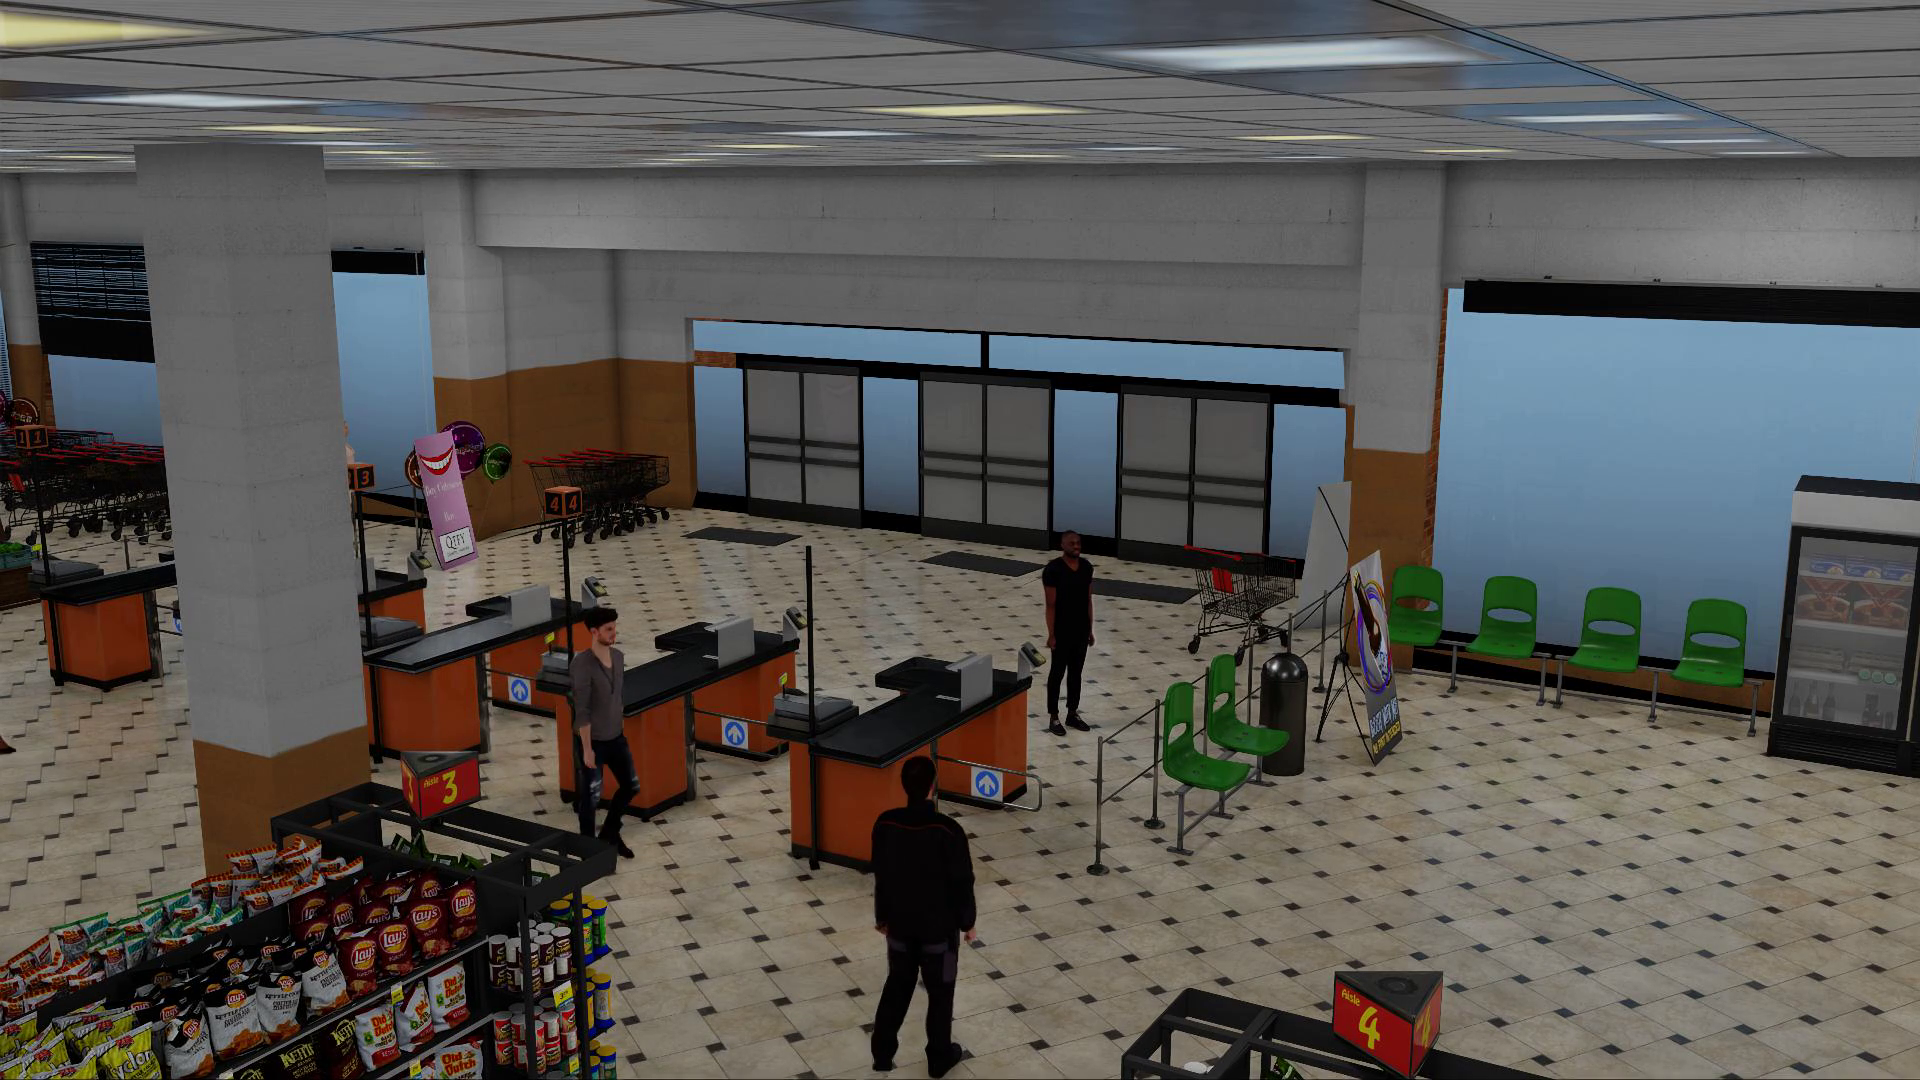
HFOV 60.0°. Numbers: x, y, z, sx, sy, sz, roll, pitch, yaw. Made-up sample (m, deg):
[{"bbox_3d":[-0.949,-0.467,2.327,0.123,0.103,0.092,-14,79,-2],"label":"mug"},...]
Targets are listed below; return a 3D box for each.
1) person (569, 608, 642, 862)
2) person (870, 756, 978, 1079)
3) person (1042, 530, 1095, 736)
[{"bbox_3d":[-2.615,1.394,11.744,0.765,1.889,0.555,8,14,32],"label":"person"},{"bbox_3d":[-0.230,2.044,8.801,0.779,1.830,0.877,5,13,23],"label":"person"},{"bbox_3d":[0.958,0.800,14.733,0.683,1.820,0.811,-7,14,-30],"label":"person"}]
